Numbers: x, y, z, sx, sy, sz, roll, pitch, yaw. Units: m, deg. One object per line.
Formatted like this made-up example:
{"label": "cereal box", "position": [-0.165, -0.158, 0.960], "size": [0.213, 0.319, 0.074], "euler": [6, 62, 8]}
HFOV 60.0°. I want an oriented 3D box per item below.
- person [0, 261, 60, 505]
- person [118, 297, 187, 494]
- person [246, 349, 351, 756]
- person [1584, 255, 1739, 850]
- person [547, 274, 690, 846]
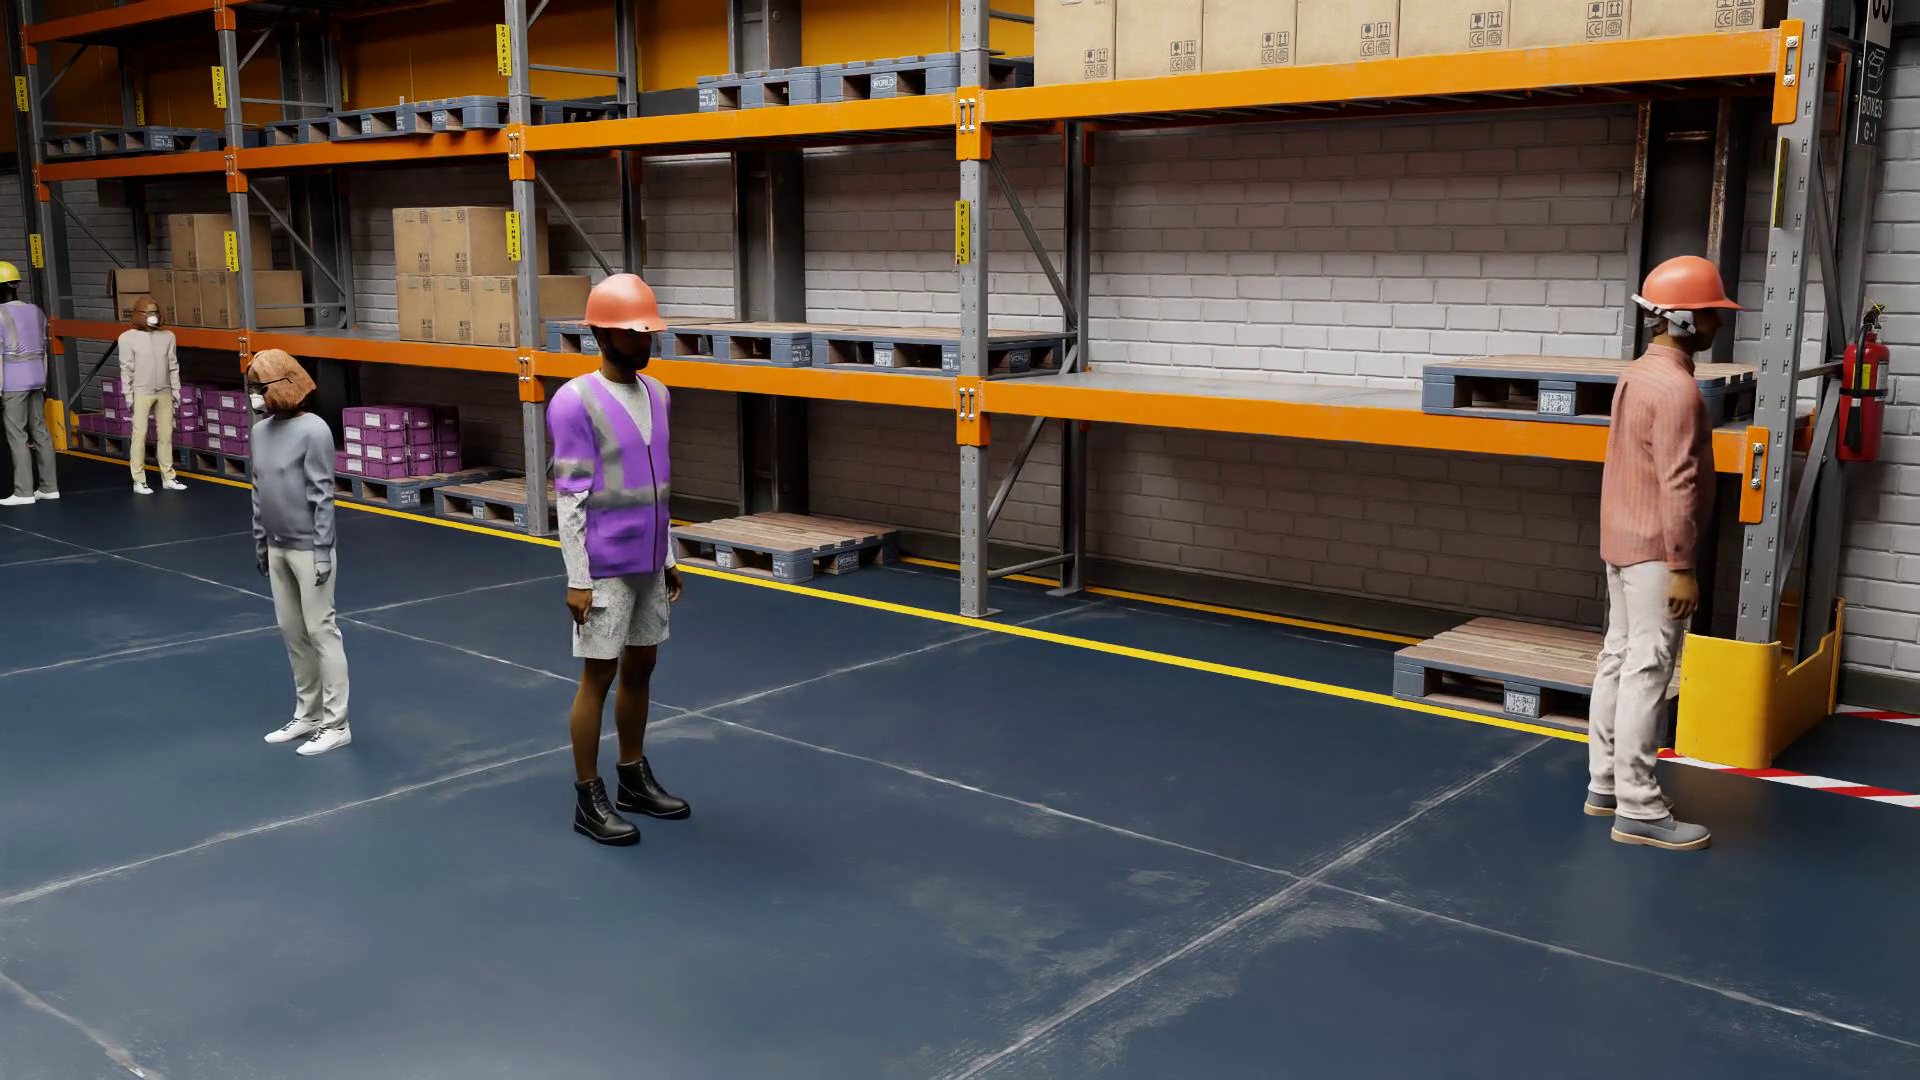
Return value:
{"label": "person", "position": [-7.459, -1.233, 13.158], "size": [0.396, 1.918, 0.588], "euler": [2, 10, 10]}
{"label": "person", "position": [-6.695, -1.194, 13.777], "size": [0.284, 1.623, 0.492], "euler": [6, 12, 32]}
{"label": "person", "position": [-2.692, 0.045, 6.718], "size": [0.503, 1.622, 0.299], "euler": [7, 12, 35]}
{"label": "person", "position": [2.390, 0.038, 5.693], "size": [0.387, 1.996, 0.611], "euler": [1, 10, 7]}
{"label": "person", "position": [-1.137, 0.063, 5.715], "size": [0.374, 1.935, 0.552], "euler": [5, 11, 28]}
